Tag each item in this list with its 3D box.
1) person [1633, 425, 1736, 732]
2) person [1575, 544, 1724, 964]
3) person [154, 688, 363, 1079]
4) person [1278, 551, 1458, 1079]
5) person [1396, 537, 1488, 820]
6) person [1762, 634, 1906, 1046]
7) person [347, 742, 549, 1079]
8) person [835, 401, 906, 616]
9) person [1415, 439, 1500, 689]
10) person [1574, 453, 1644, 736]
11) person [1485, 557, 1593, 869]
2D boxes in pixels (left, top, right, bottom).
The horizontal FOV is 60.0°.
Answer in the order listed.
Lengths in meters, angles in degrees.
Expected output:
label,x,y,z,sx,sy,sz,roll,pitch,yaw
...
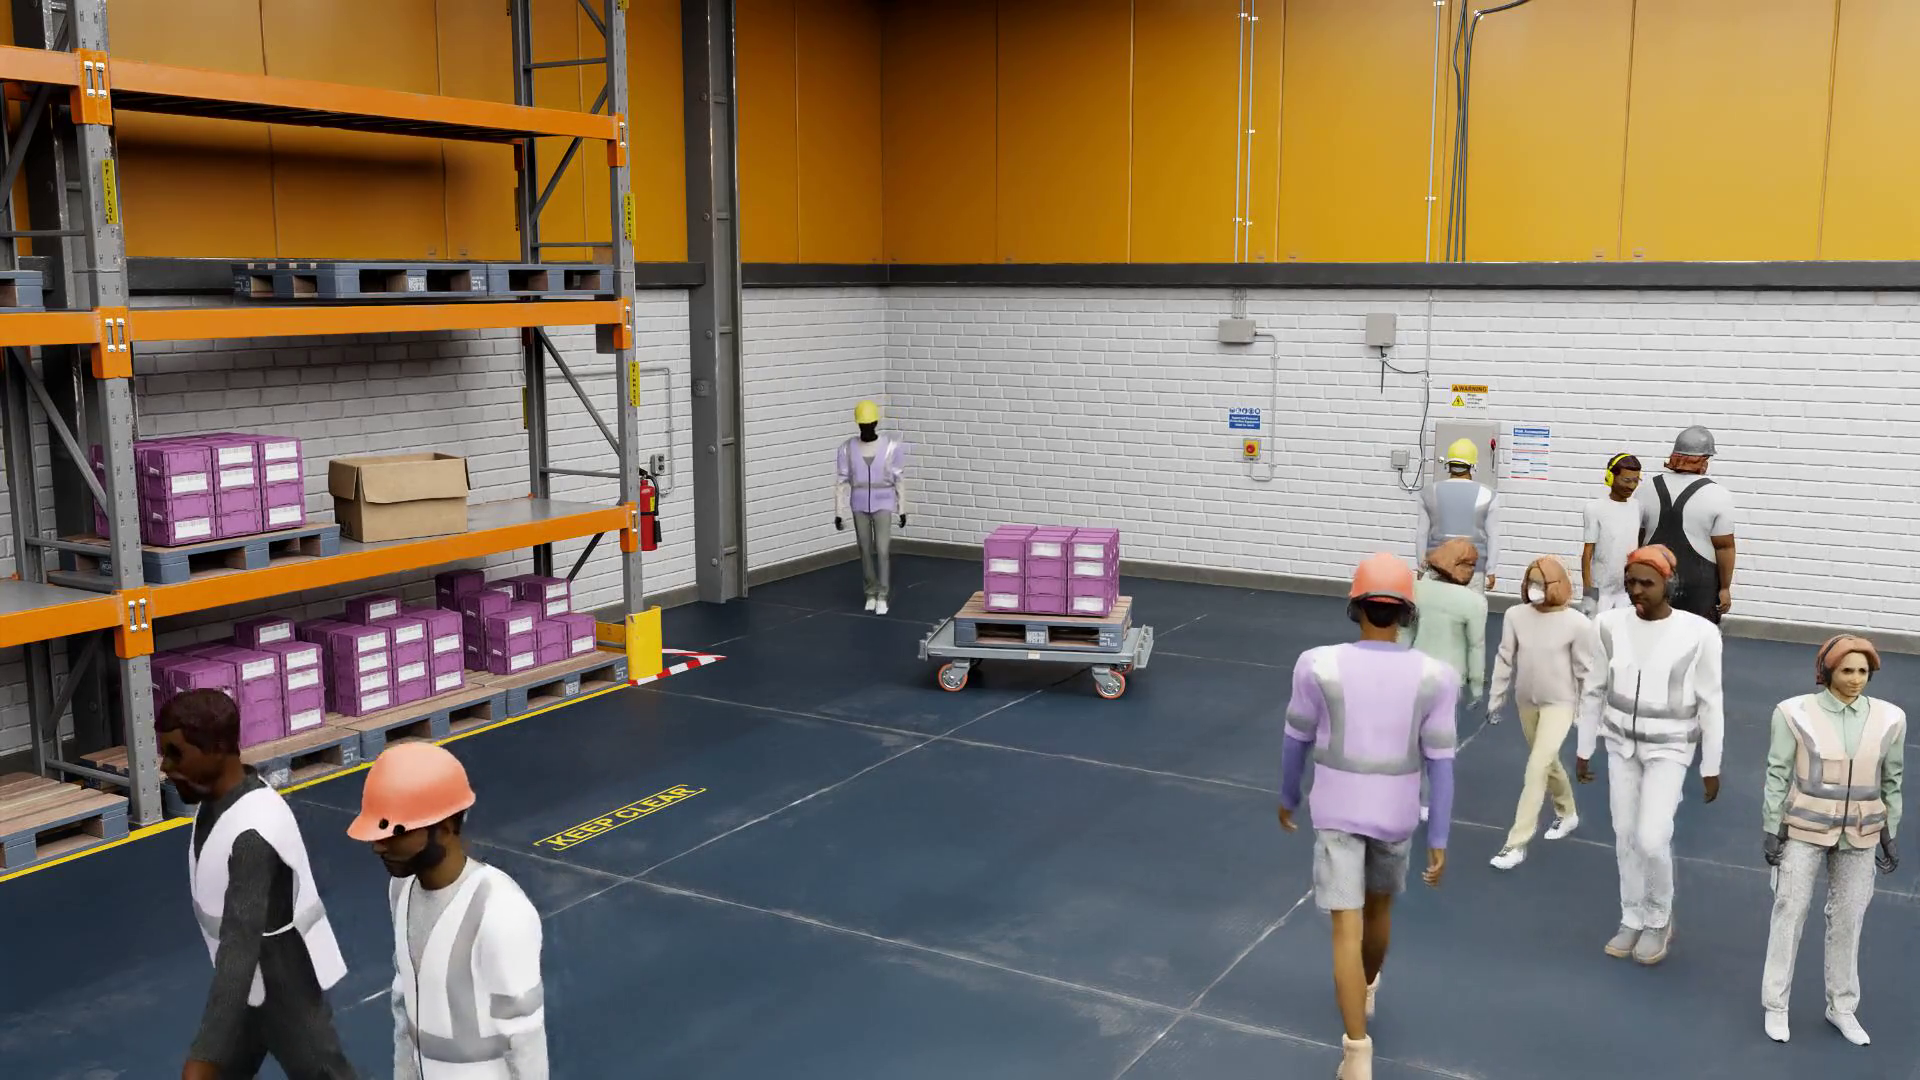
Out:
label,x,y,z,sx,sy,sz,roll,pitch,yaw
person,4.844,0.246,11.085,0.539,2.000,0.688,-8,12,-40
person,2.984,0.941,7.275,0.470,1.865,0.615,-8,12,-40
person,-2.087,1.336,4.865,1.025,1.852,0.619,-7,11,-37
person,1.554,1.033,6.360,0.615,1.991,1.056,0,9,2
person,2.611,0.779,9.140,0.519,1.606,0.435,8,12,42
person,3.425,1.174,6.553,0.521,1.637,0.307,1,9,6
person,-1.274,1.424,4.156,0.772,1.901,0.557,-9,13,-44
person,-0.808,-0.278,14.768,0.620,1.900,0.695,1,9,5
person,3.638,0.174,12.177,0.592,1.834,0.404,4,10,24
person,4.316,0.352,10.980,0.519,1.865,0.328,-4,10,-25
person,3.050,0.861,8.673,0.874,1.586,0.516,-7,11,-37
